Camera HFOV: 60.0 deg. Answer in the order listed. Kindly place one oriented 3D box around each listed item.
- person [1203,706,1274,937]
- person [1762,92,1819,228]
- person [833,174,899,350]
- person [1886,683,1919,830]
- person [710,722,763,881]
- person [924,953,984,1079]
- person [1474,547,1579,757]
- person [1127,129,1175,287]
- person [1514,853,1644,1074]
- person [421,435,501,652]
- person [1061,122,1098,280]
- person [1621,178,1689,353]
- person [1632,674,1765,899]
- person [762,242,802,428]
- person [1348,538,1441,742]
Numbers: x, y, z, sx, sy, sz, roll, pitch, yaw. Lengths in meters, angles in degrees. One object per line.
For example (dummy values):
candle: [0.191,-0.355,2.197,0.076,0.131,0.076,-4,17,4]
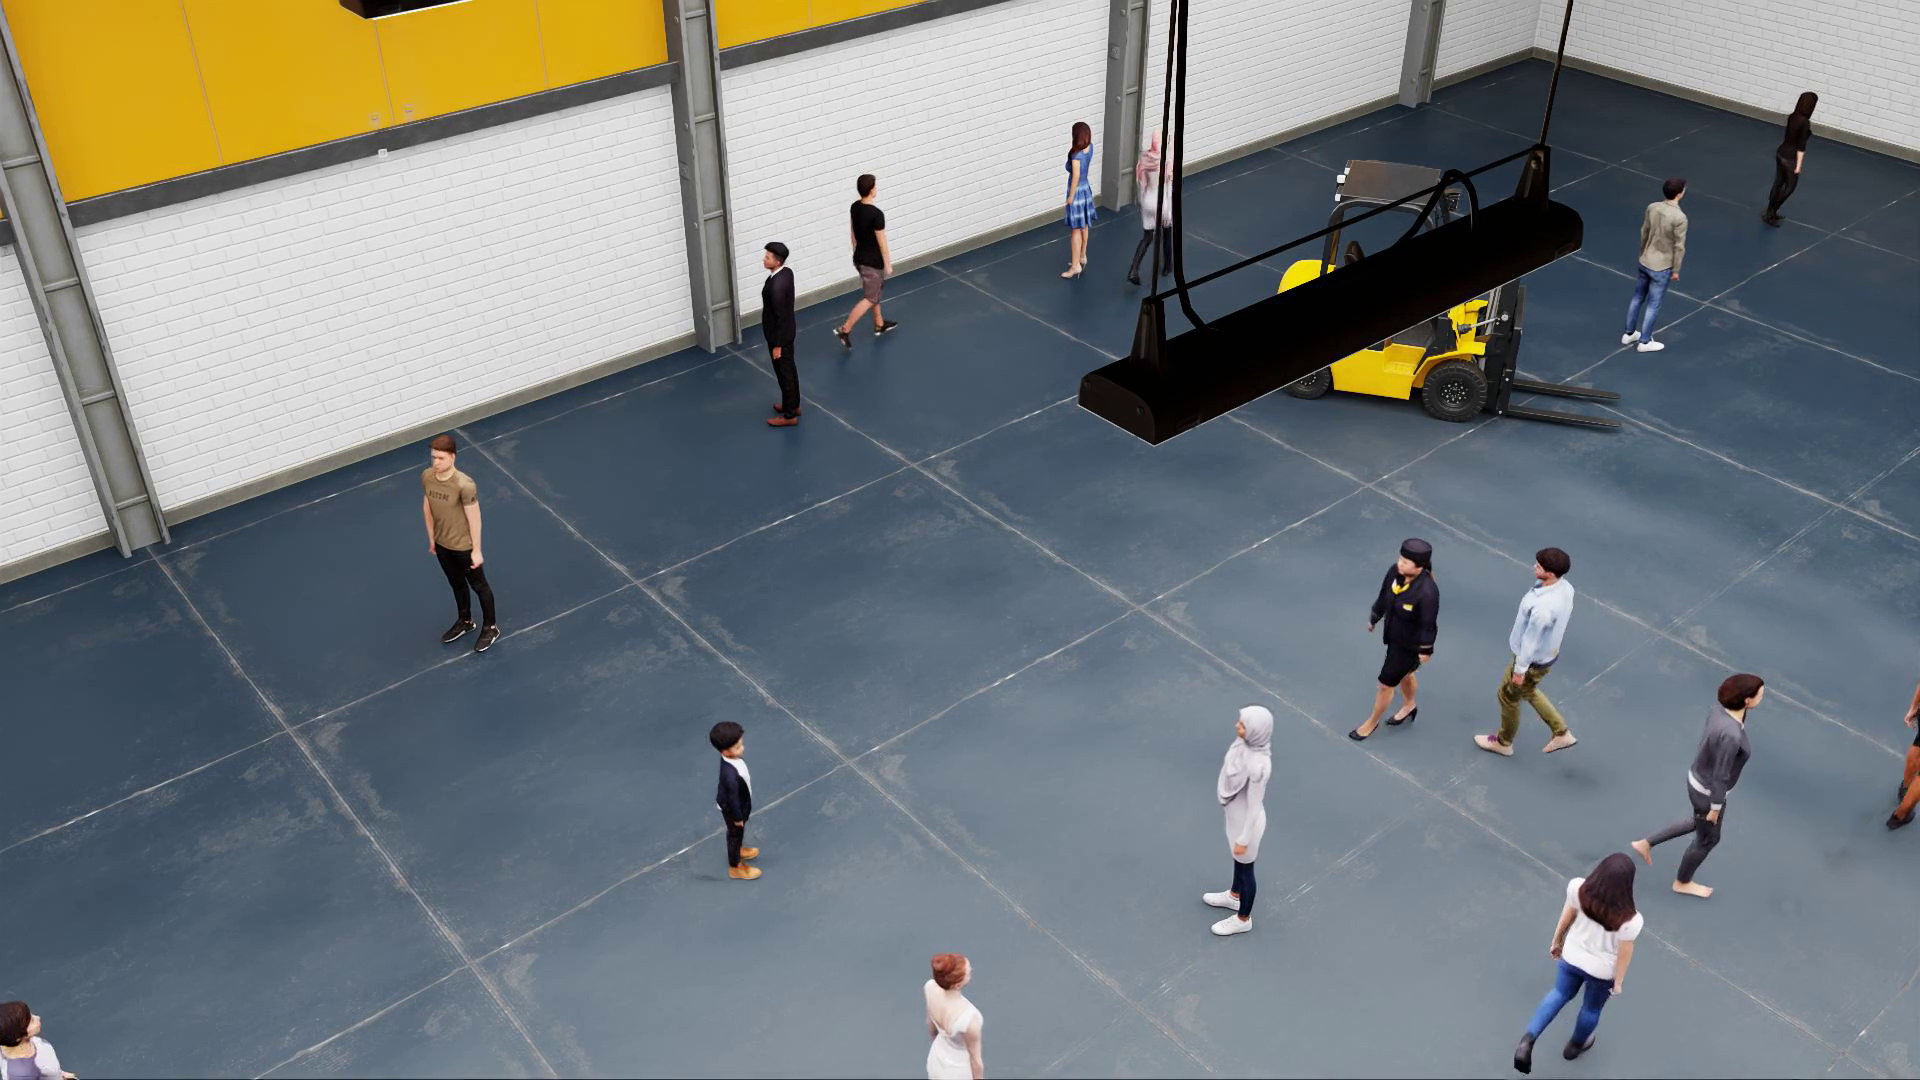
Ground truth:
person: [1.787,1.746,10.404,0.733,1.775,0.686,1,34,1]
person: [9.974,-4.606,20.084,0.760,1.639,0.715,-7,34,-10]
person: [-1.010,-2.879,17.304,1.130,1.840,0.683,-23,40,-30]
person: [6.589,1.252,11.193,0.815,1.725,0.636,-22,40,-30]
person: [-1.494,1.703,10.968,0.601,1.223,0.575,-5,34,-7]
person: [-0.045,2.814,8.783,0.483,1.791,0.563,-24,40,-31]
person: [4.127,0.855,11.729,0.873,1.792,0.932,23,40,30]
person: [2.140,-3.670,18.557,0.892,1.770,1.216,20,39,28]
person: [3.520,2.456,9.436,0.929,1.665,0.596,-24,40,-32]
person: [-3.907,0.006,12.954,0.741,1.850,0.725,14,36,20]
person: [1.328,-3.850,18.796,0.812,1.806,0.681,12,36,18]
person: [7.213,-2.860,17.253,0.699,1.864,0.764,-14,36,-20]
person: [4.733,1.566,10.693,0.914,1.756,0.864,7,34,11]
person: [-1.700,-1.980,15.913,0.815,1.883,0.752,3,34,5]
person: [3.306,0.714,12.069,0.995,1.651,0.896,-10,35,-14]
